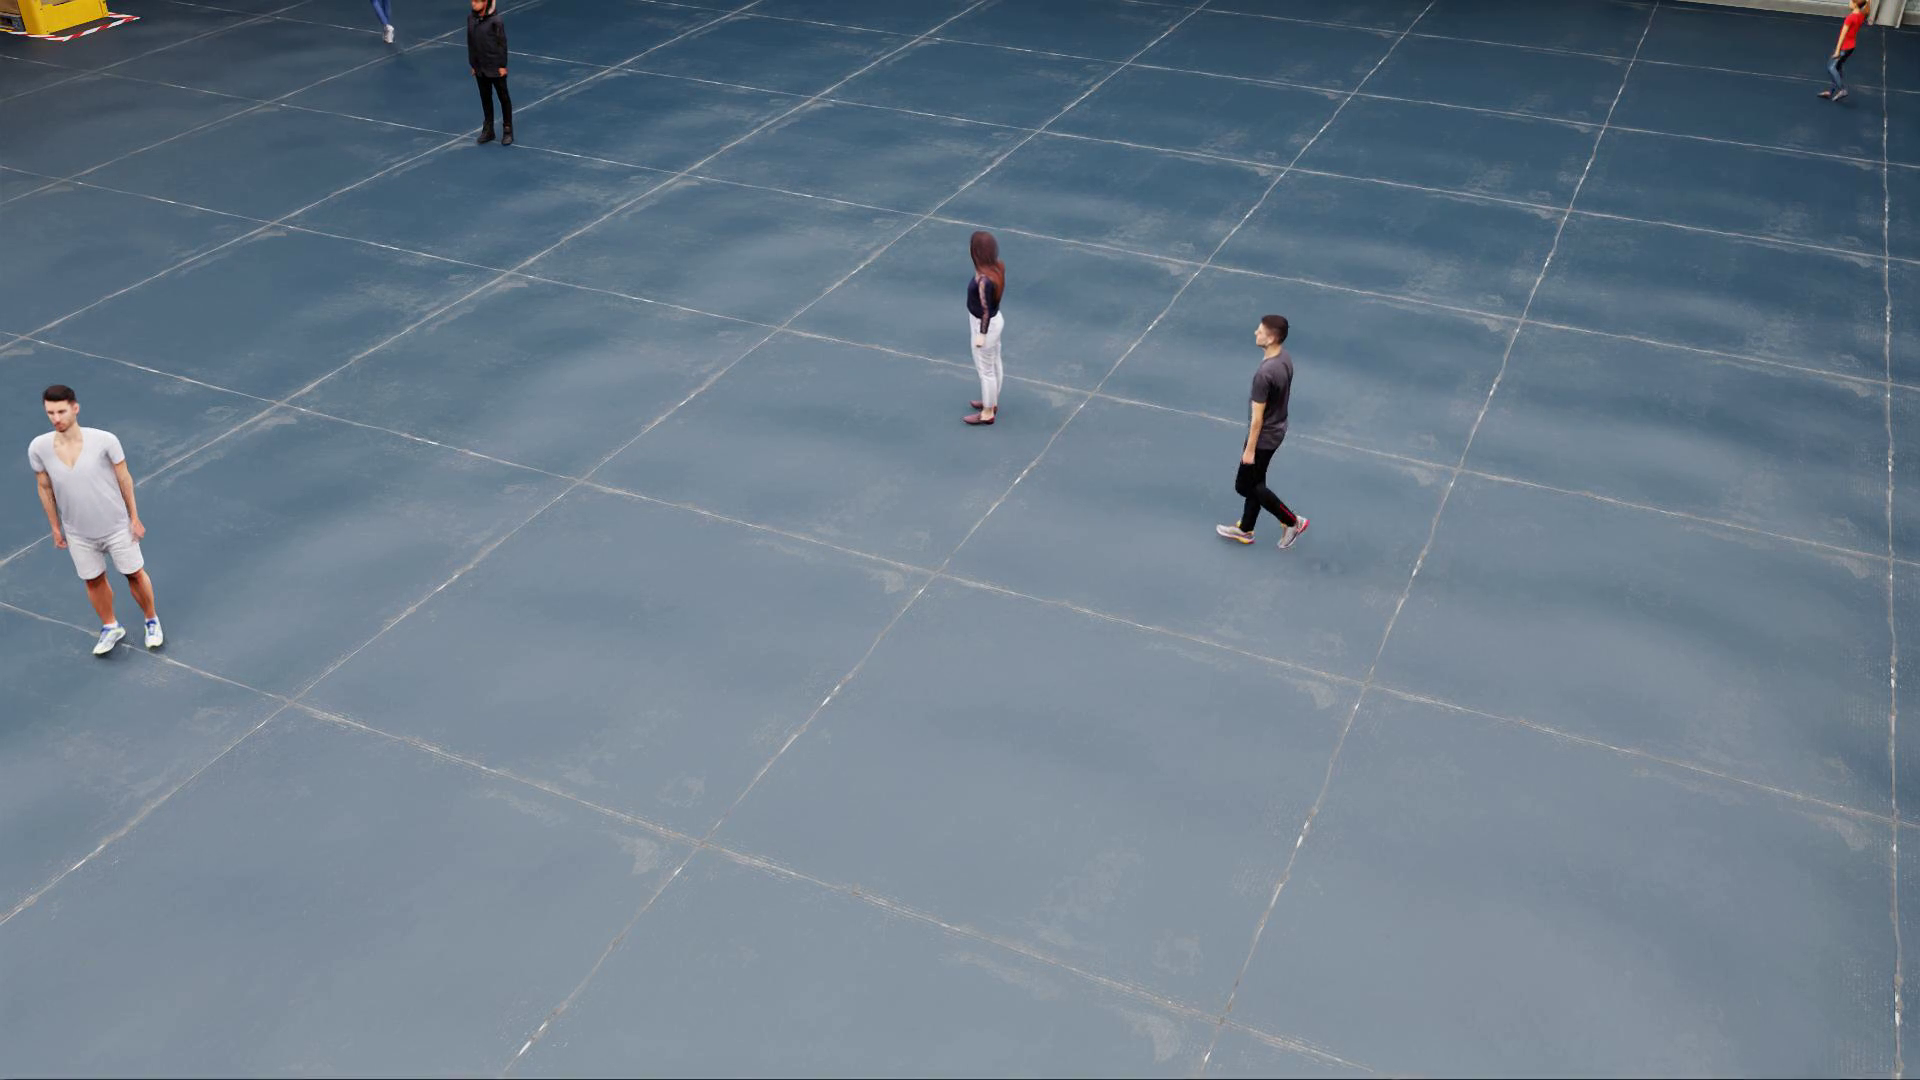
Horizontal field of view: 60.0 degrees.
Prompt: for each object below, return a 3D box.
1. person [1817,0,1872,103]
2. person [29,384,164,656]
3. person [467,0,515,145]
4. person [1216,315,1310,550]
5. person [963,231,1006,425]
[{"bbox_3d":[10.718,-5.929,20.067,0.663,1.303,0.754,-18,36,-26],"label":"person"},{"bbox_3d":[-5.379,-0.136,10.367,0.724,1.853,0.818,-7,33,-11],"label":"person"},{"bbox_3d":[-5.308,-5.379,18.753,0.587,1.775,0.720,8,33,13],"label":"person"},{"bbox_3d":[2.140,-0.690,11.339,0.884,1.754,0.676,12,34,18],"label":"person"},{"bbox_3d":[0.197,-1.663,13.019,0.579,1.606,0.627,8,33,13],"label":"person"}]
